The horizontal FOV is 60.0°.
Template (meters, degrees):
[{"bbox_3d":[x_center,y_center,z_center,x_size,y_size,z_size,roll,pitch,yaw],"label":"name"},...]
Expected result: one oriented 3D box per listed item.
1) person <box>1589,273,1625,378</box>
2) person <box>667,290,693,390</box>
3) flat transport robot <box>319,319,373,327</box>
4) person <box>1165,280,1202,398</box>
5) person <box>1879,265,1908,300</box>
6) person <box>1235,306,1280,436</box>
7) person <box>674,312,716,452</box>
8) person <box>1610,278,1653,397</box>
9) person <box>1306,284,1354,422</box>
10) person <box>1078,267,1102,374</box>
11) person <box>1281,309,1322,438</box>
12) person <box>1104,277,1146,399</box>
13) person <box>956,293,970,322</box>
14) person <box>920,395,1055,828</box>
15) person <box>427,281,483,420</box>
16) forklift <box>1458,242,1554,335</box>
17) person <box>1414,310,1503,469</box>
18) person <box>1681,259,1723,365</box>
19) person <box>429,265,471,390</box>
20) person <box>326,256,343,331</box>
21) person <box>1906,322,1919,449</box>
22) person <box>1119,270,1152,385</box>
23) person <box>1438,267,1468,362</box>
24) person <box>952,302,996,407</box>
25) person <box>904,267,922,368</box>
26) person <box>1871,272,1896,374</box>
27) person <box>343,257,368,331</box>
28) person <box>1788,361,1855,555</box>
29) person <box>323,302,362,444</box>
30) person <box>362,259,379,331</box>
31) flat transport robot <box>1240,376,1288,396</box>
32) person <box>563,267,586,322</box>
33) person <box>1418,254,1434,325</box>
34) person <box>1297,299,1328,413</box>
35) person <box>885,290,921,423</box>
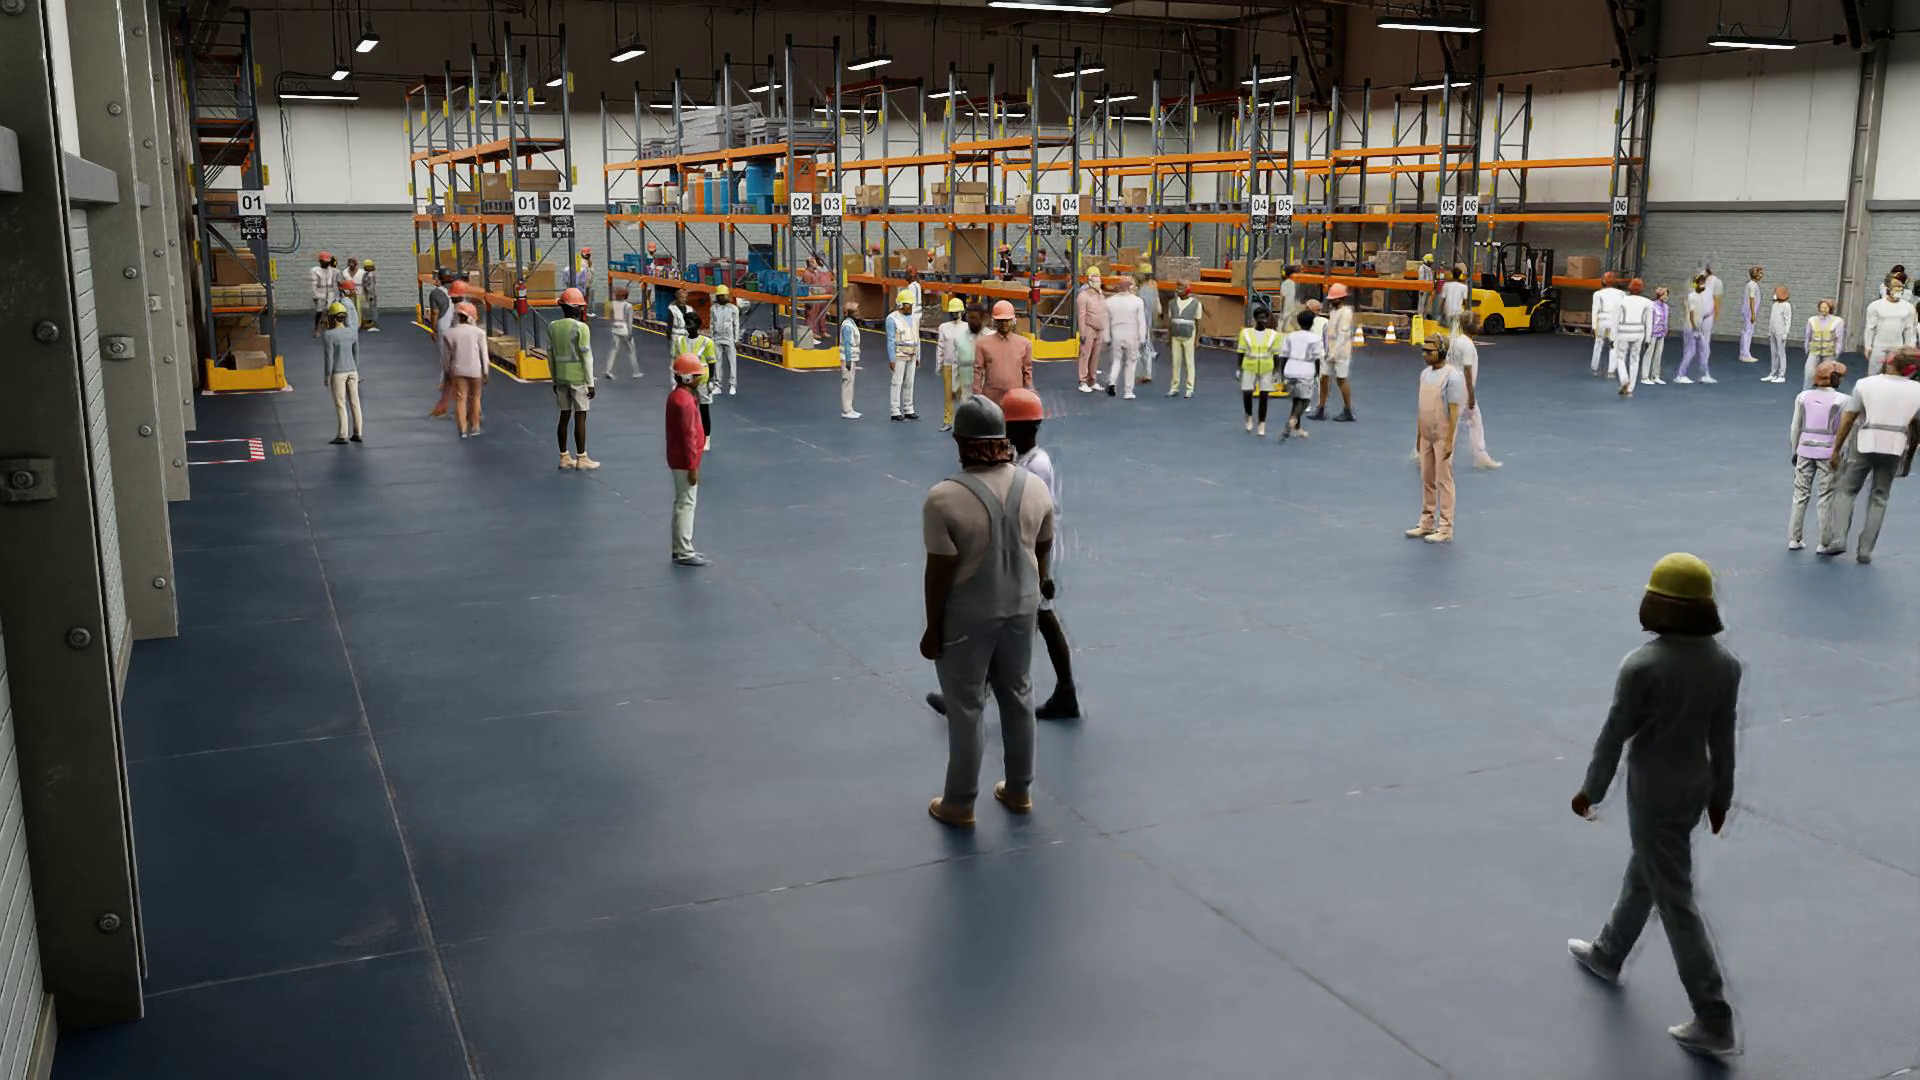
[{"bbox_3d":[11.420,-3.786,29.342,0.591,1.828,1.009,1,11,6],"label":"person"},{"bbox_3d":[-4.551,-3.258,27.112,0.310,1.638,0.523,10,15,42],"label":"person"},{"bbox_3d":[-15.494,-5.485,41.916,1.431,0.197,0.652,7,13,33],"label":"flat transport robot"},{"bbox_3d":[3.510,-3.142,26.005,0.564,1.841,0.391,7,13,33],"label":"person"},{"bbox_3d":[17.315,-4.145,30.906,0.376,1.917,0.600,-4,12,-17],"label":"person"},{"bbox_3d":[3.853,-2.181,21.508,0.569,1.682,0.369,1,11,6],"label":"person"},{"bbox_3d":[-3.207,-1.911,20.119,0.536,1.697,0.322,3,12,15],"label":"person"},{"bbox_3d":[10.530,-3.174,26.097,0.600,1.866,0.416,3,11,13],"label":"person"},{"bbox_3d":[5.190,-2.571,22.926,0.639,1.903,0.565,-2,11,-12],"label":"person"},{"bbox_3d":[2.362,-3.952,29.943,0.393,1.919,0.586,-7,13,-32],"label":"person"},{"bbox_3d":[4.291,-2.091,21.106,0.542,1.669,0.663,10,15,41],"label":"person"},{"bbox_3d":[2.570,-3.125,25.801,0.649,1.892,0.445,6,13,27],"label":"person"},{"bbox_3d":[0.026,-6.277,41.902,0.515,1.866,0.335,8,14,35],"label":"person"},{"bbox_3d":[0.079,0.327,7.869,0.673,2.000,0.536,-7,13,-31],"label":"person"},{"bbox_3d":[-7.049,-2.620,23.109,0.718,1.937,0.680,-4,12,-19],"label":"person"},{"bbox_3d":[13.047,-6.049,39.881,2.313,2.155,1.214,-5,12,-23],"label":"forklift"},{"bbox_3d":[5.617,-1.680,18.690,0.960,1.806,0.526,3,11,13],"label":"person"},{"bbox_3d":[14.046,-4.331,31.541,0.705,2.000,0.570,7,13,34],"label":"person"},{"bbox_3d":[-8.319,-3.450,27.063,0.682,2.000,0.538,-9,15,-40],"label":"person"},{"bbox_3d":[-14.951,-5.843,39.707,0.495,1.861,0.333,4,12,19],"label":"person"},{"bbox_3d":[11.803,-2.018,20.126,0.397,1.911,0.588,-5,12,-24],"label":"person"},{"bbox_3d":[2.929,-3.552,27.890,0.711,1.915,0.662,1,11,7],"label":"person"},{"bbox_3d":[9.626,-4.401,32.463,0.546,1.830,0.968,9,14,40],"label":"person"},{"bbox_3d":[0.212,-1.730,18.717,0.598,1.899,0.607,5,12,23],"label":"person"},{"bbox_3d":[-0.887,-4.130,30.915,0.342,1.883,0.586,2,11,8],"label":"person"},{"bbox_3d":[16.517,-3.848,29.616,0.518,1.830,0.397,-4,12,-20],"label":"person"},{"bbox_3d":[-14.795,-6.036,40.772,0.595,1.830,0.626,1,11,3],"label":"person"},{"bbox_3d":[7.294,-0.696,14.099,0.310,1.635,0.522,-7,13,-33],"label":"person"},{"bbox_3d":[-7.744,-2.084,20.825,0.316,1.769,0.525,6,13,28],"label":"person"},{"bbox_3d":[-14.406,-5.975,40.652,0.311,1.743,0.493,-4,12,-18],"label":"person"},{"bbox_3d":[4.895,-2.462,26.553,0.652,0.197,1.431,0,11,2],"label":"flat transport robot"},{"bbox_3d":[-9.277,-5.937,40.022,0.545,1.905,0.896,-1,11,-7],"label":"person"},{"bbox_3d":[12.087,-6.505,43.140,0.403,1.826,0.586,8,14,35],"label":"person"},{"bbox_3d":[5.082,-2.650,24.020,0.514,1.640,0.315,-3,12,-17],"label":"person"},{"bbox_3d":[-0.769,-2.537,22.982,0.403,1.824,0.594,9,14,39],"label":"person"}]
